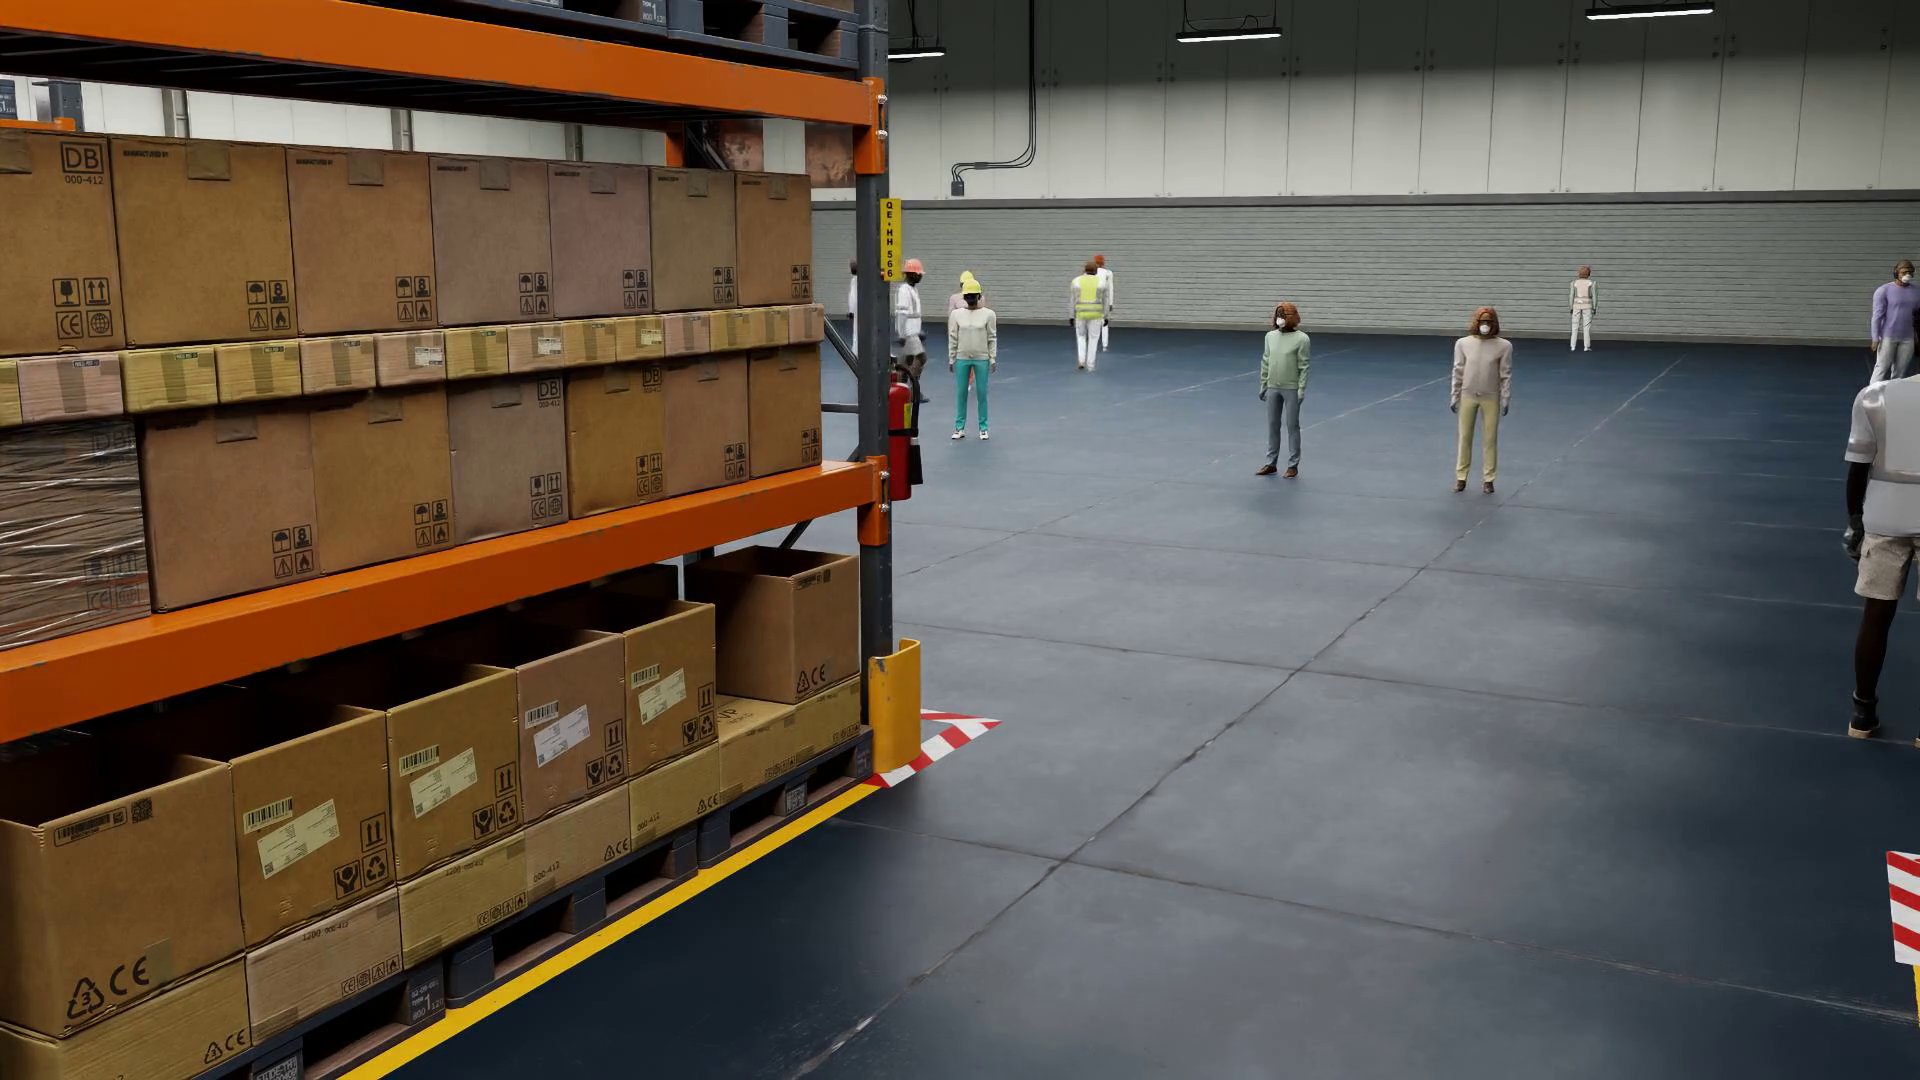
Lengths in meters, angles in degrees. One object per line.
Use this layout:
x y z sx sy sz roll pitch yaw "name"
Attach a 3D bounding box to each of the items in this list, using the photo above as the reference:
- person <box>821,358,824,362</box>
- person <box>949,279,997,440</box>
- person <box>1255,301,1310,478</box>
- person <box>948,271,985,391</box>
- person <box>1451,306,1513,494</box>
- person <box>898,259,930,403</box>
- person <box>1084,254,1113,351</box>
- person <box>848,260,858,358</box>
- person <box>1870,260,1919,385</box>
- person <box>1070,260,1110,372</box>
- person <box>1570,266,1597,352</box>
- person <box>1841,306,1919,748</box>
-2.969 -4.083 29.467 1.037 1.891 0.639 2 11 12 "person"
0.135 -1.980 18.293 0.533 1.767 0.321 2 11 8 "person"
3.005 -1.395 15.462 0.499 1.633 0.285 10 14 42 "person"
0.110 -3.048 24.212 0.531 1.737 0.822 2 11 12 "person"
4.544 -1.219 14.518 0.504 1.632 0.290 5 11 25 "person"
-0.579 -2.791 22.300 0.629 1.918 0.558 1 10 6 "person"
2.678 -4.607 32.292 0.584 1.882 0.337 -1 10 -4 "person"
-1.729 -4.180 30.196 0.828 1.810 0.644 3 11 18 "person"
11.582 -2.486 20.579 0.633 1.938 0.356 -1 10 -3 "person"
2.155 -3.696 27.494 0.652 1.823 0.559 2 11 10 "person"
12.054 -4.466 32.182 0.514 1.645 0.308 7 12 32 "person"
4.209 -0.065 7.298 0.613 1.965 0.361 9 14 41 "person"
